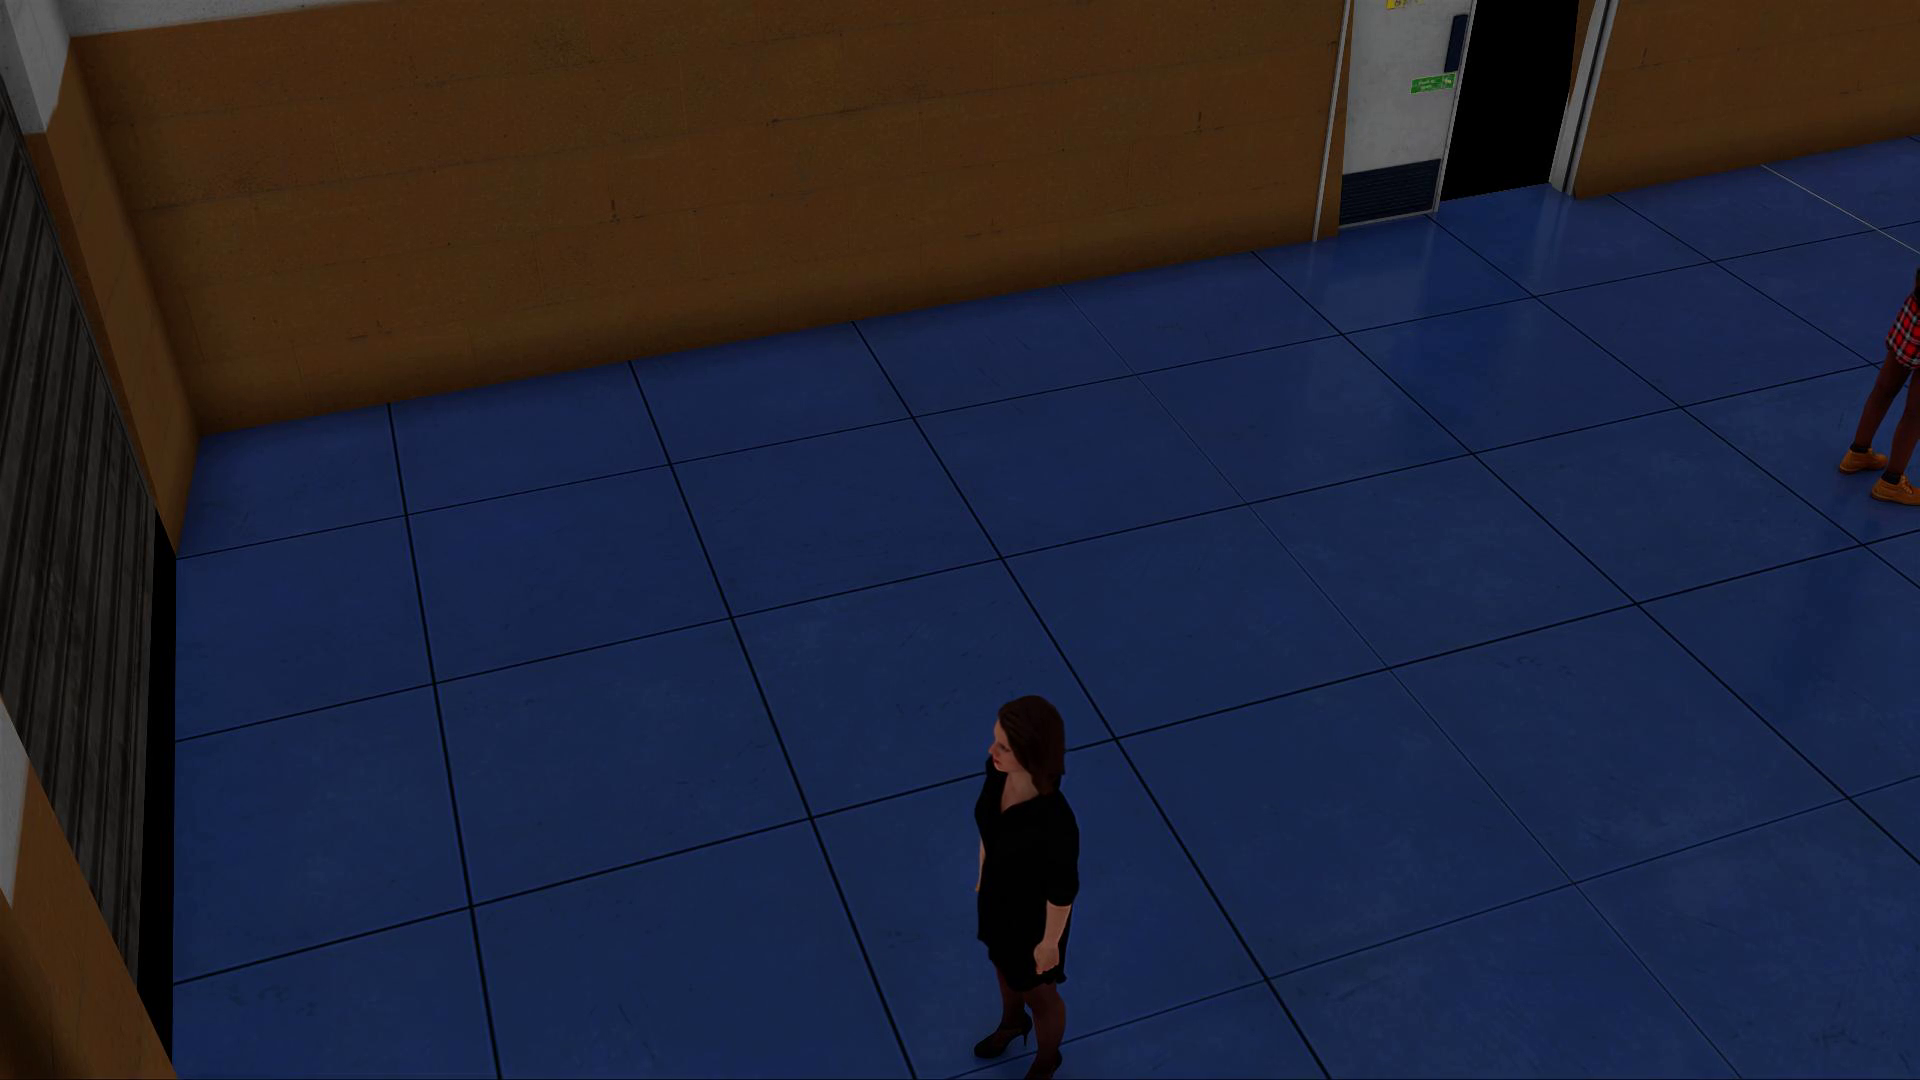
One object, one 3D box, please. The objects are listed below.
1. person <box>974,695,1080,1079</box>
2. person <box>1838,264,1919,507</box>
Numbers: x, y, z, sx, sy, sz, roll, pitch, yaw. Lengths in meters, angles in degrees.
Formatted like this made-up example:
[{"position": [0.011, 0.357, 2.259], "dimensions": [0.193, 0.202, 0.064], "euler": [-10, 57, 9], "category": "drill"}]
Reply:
[{"position": [0.203, 1.141, 5.194], "dimensions": [0.680, 1.706, 0.487], "euler": [-19, 41, -24], "category": "person"}, {"position": [4.693, -0.994, 8.034], "dimensions": [0.732, 1.728, 0.605], "euler": [-4, 37, -6], "category": "person"}]
